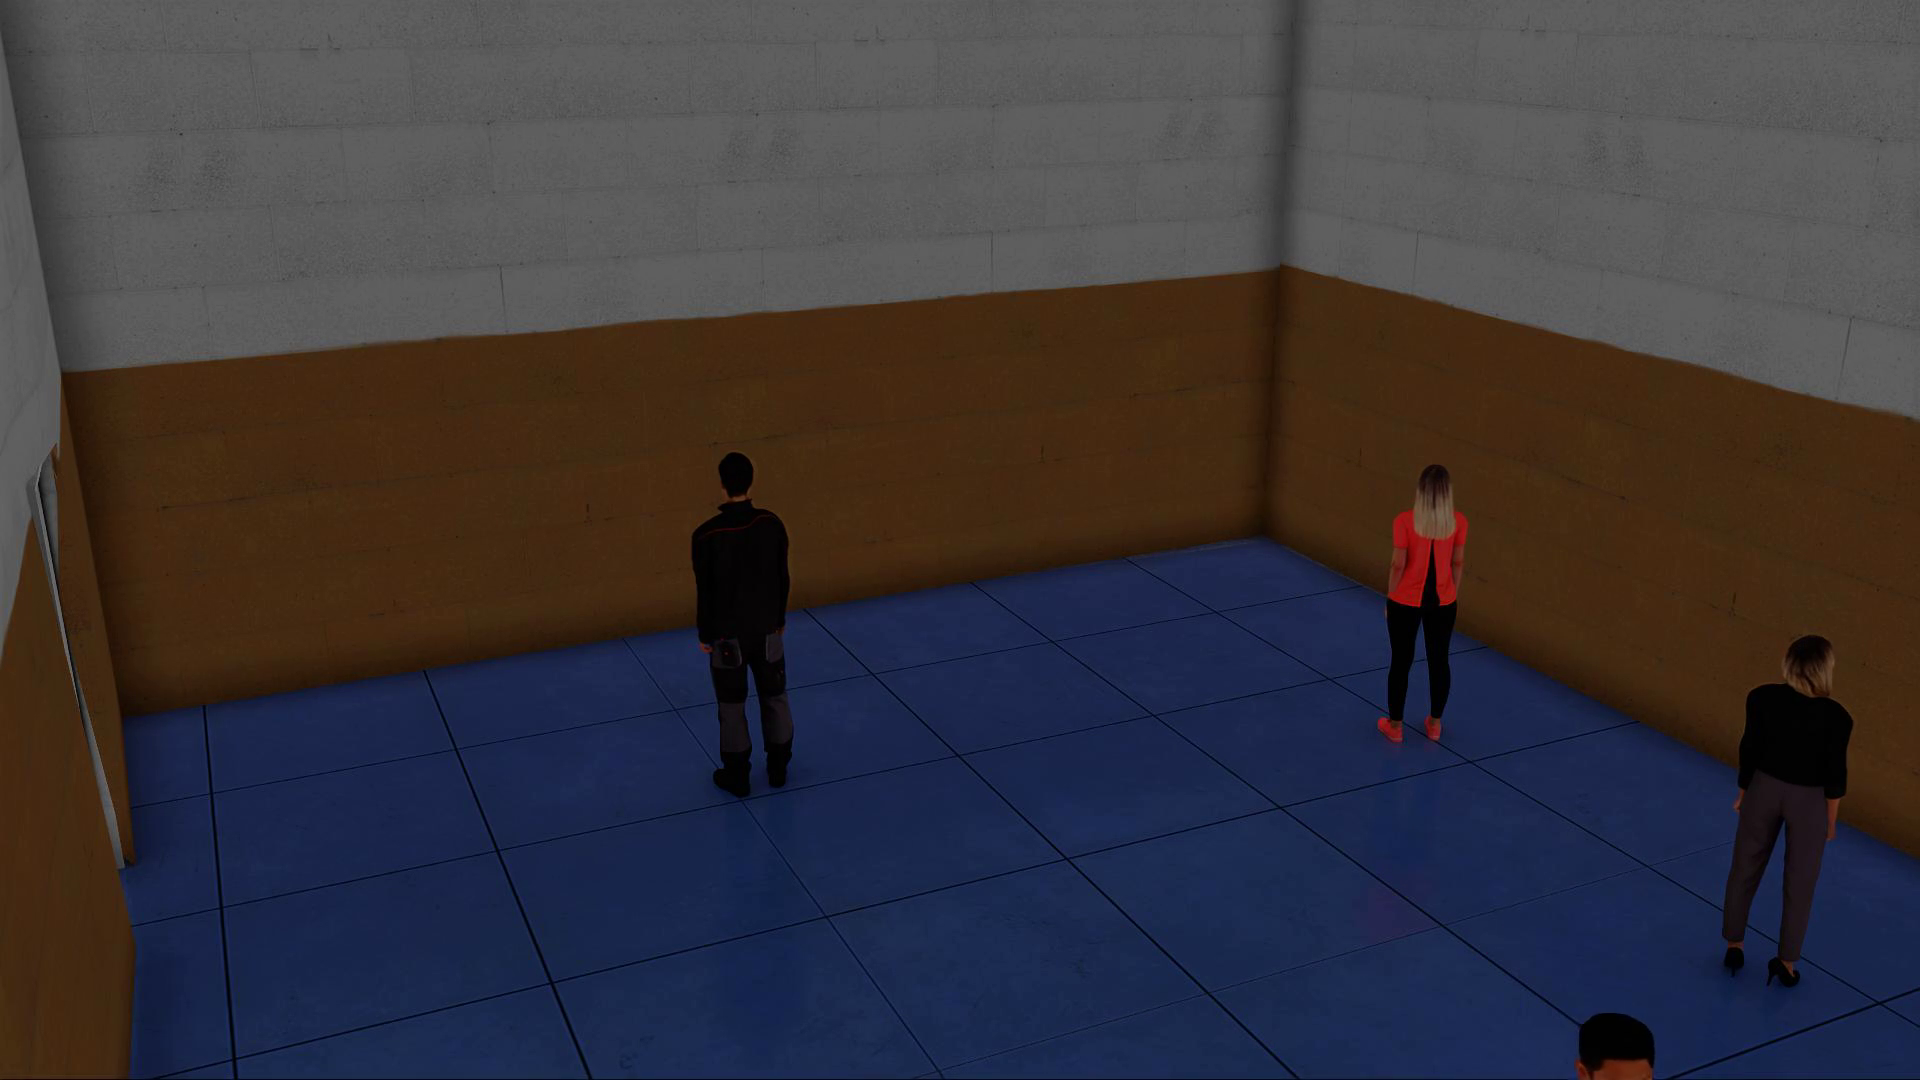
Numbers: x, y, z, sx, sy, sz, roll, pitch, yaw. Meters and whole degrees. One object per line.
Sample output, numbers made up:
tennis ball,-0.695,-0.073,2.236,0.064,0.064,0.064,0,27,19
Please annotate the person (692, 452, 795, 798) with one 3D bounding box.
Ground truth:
person,-1.179,0.460,9.114,0.510,1.945,0.748,-9,21,-25

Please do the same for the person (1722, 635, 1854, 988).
person,3.639,1.200,7.347,0.666,1.672,0.652,16,25,40

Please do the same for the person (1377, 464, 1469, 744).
person,2.721,0.373,9.765,0.593,1.694,0.722,-1,19,-2
